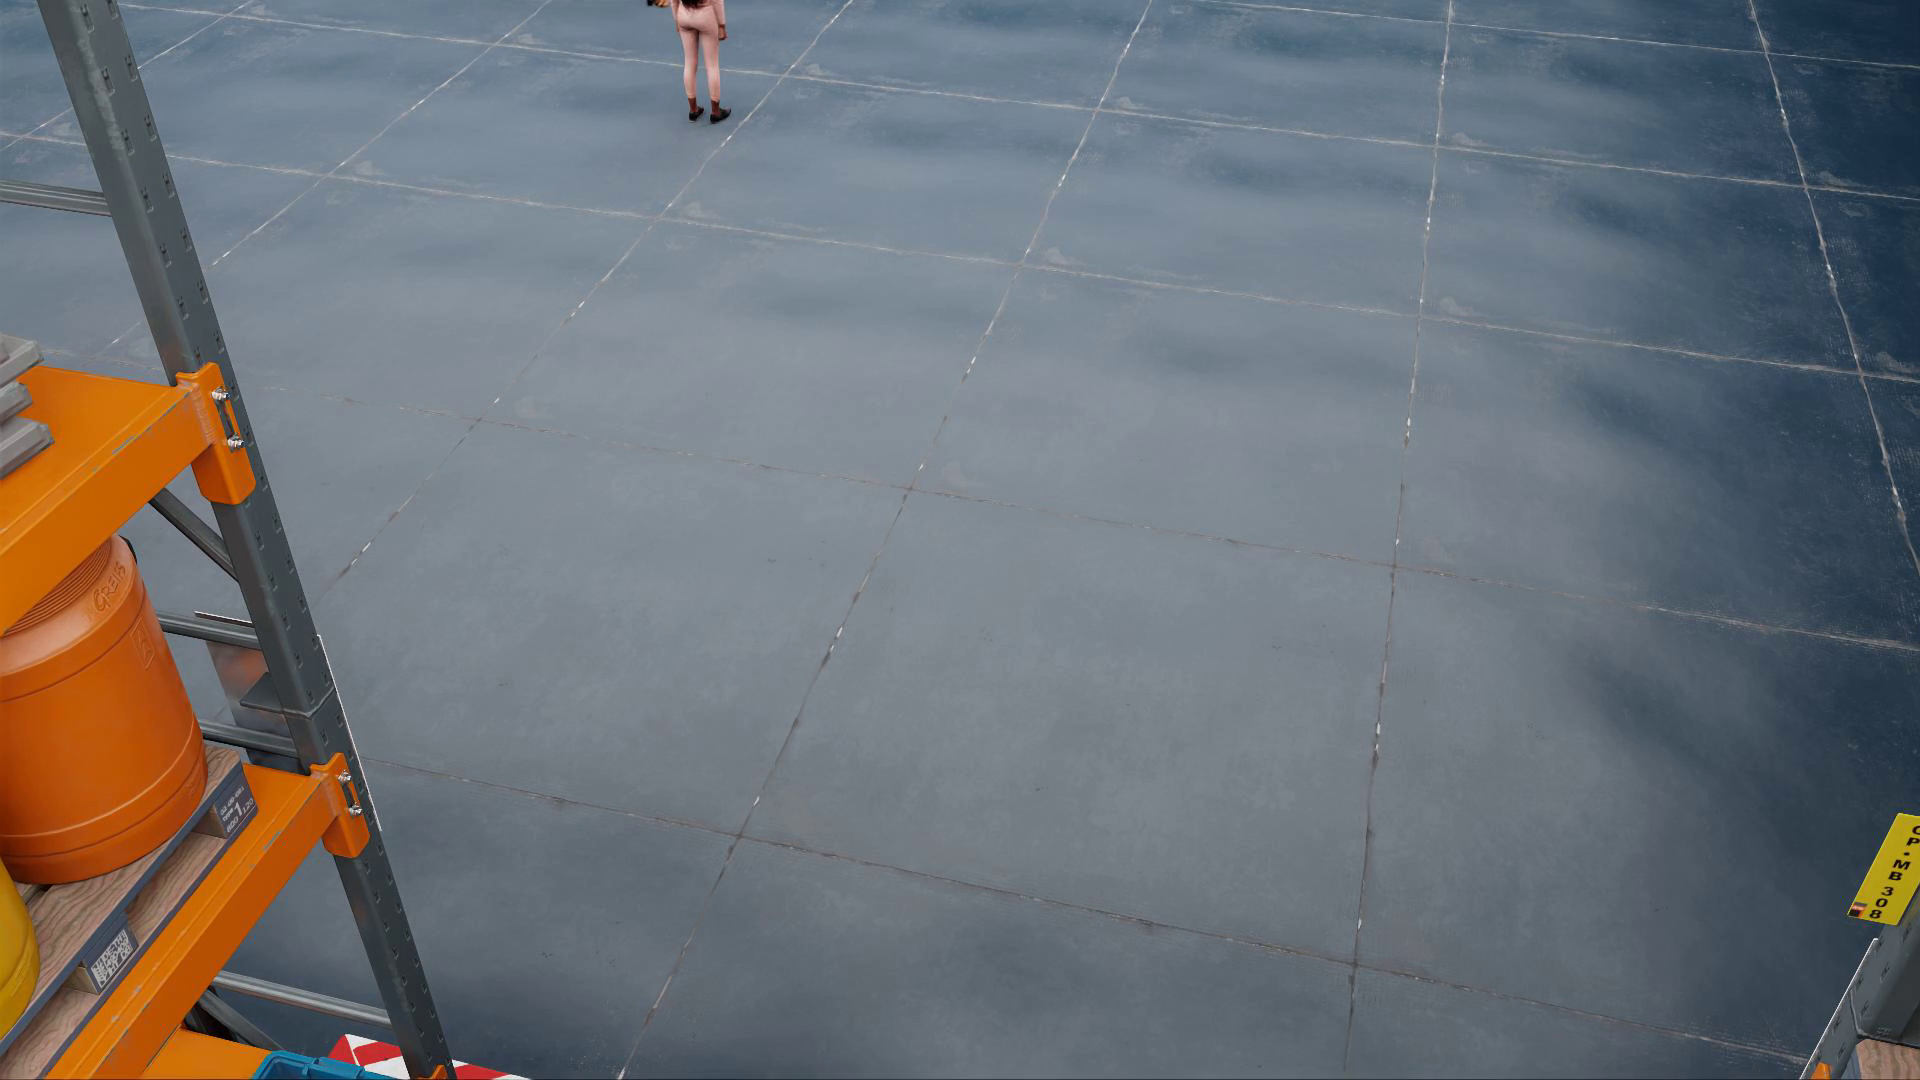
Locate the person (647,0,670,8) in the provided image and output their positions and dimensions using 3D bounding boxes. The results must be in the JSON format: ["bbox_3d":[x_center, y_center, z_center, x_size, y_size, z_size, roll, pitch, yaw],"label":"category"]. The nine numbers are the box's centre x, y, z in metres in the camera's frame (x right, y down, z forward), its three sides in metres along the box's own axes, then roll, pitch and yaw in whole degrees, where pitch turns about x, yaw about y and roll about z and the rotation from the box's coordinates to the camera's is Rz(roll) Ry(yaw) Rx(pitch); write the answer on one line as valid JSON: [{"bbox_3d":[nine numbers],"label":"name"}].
[{"bbox_3d":[-3.099,-6.234,16.658,0.720,1.702,0.564,1,38,1],"label":"person"}]

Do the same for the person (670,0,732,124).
[{"bbox_3d":[-2.264,-4.462,14.381,0.617,1.719,0.515,10,39,12],"label":"person"}]
